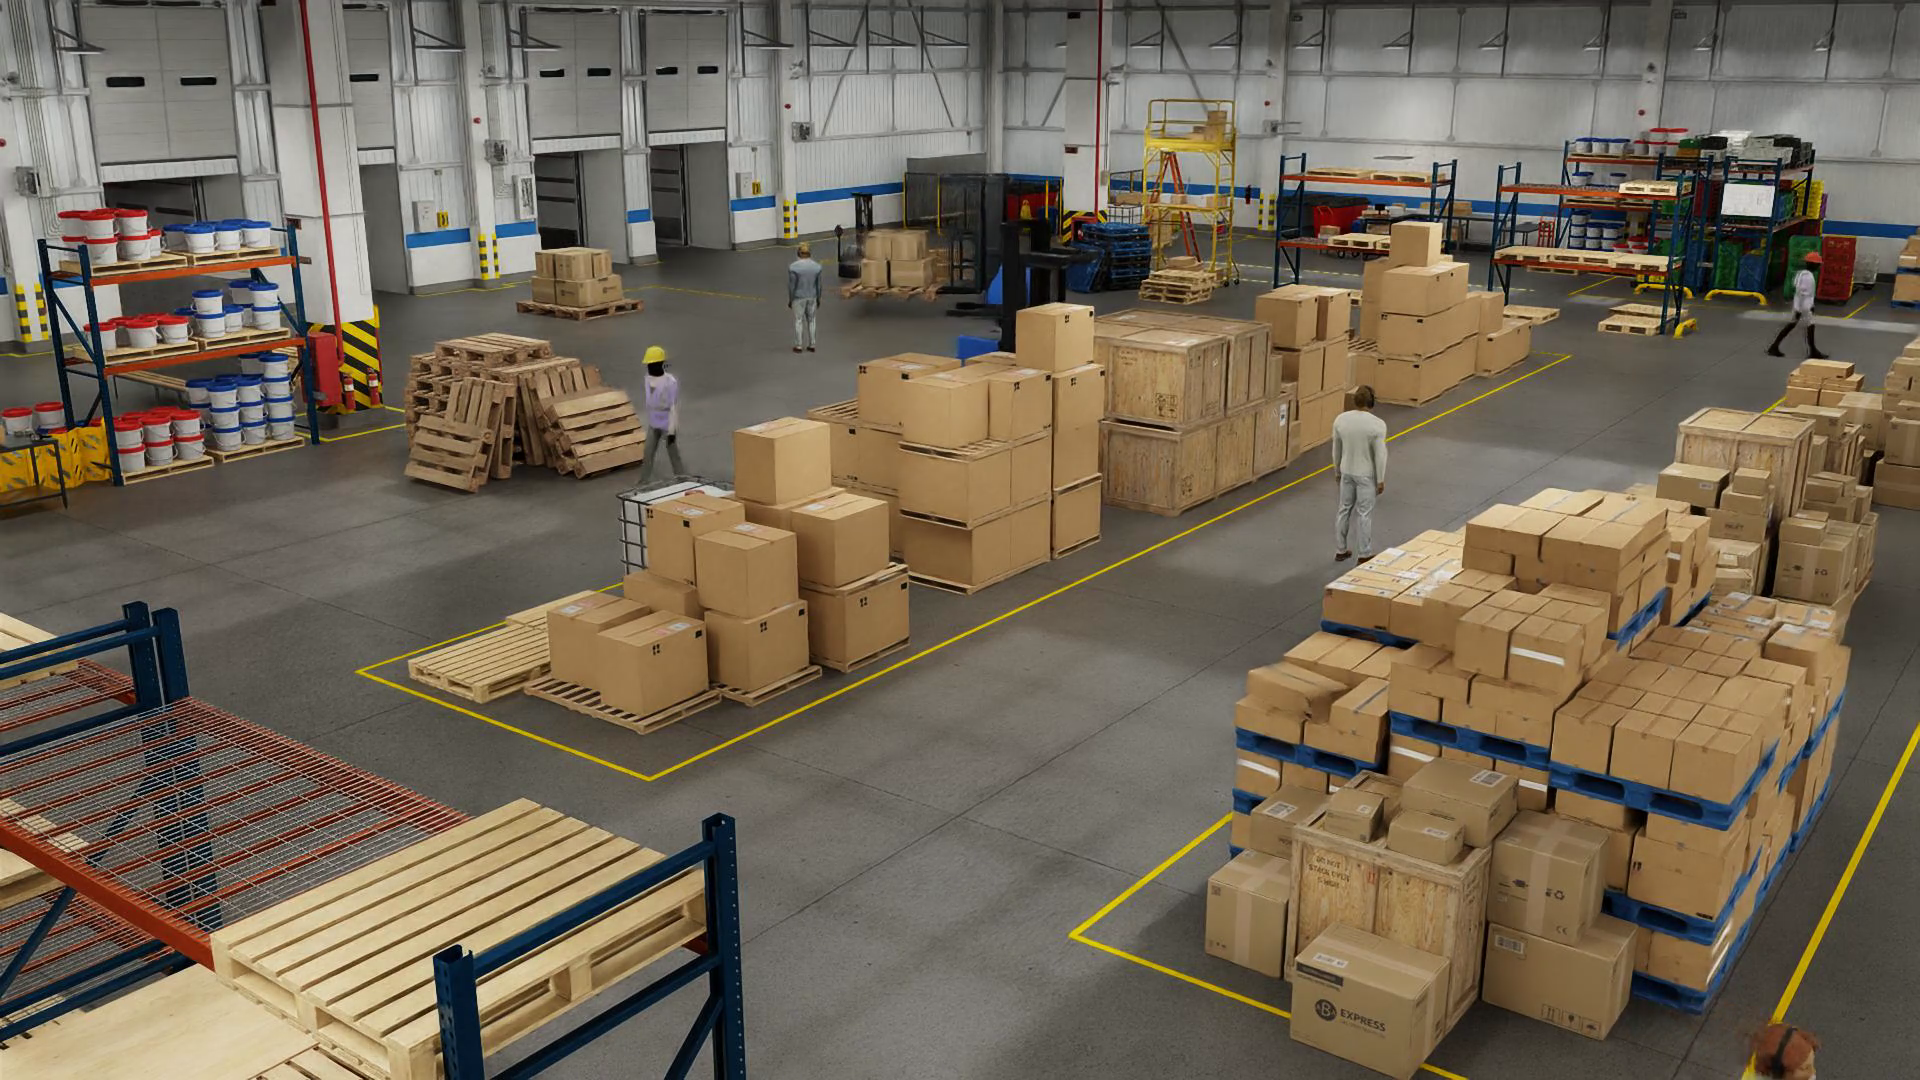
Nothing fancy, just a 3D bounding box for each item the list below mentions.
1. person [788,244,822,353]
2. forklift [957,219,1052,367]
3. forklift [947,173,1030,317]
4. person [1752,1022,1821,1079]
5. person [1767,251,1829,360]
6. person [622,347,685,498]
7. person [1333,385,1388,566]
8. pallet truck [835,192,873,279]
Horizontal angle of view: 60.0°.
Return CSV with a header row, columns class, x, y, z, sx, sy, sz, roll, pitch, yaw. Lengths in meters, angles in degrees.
class,x,y,z,sx,sy,sz,roll,pitch,yaw
person,-2.757,-4.289,29.612,0.636,1.928,0.390,-9,19,-28
forklift,0.966,-3.380,24.966,1.873,2.768,1.129,12,21,35
forklift,0.765,-5.908,33.337,1.873,2.768,1.129,3,17,10
person,3.301,2.701,6.968,0.527,1.620,0.618,-13,21,-36
person,14.706,-4.093,29.029,0.984,1.896,0.564,6,18,18
person,-3.677,-1.376,20.005,0.619,1.886,0.937,13,21,37
person,4.237,-0.688,17.656,0.630,1.940,0.373,15,23,41
pallet truck,-1.936,-7.159,38.982,1.885,1.965,0.823,-12,21,-34
